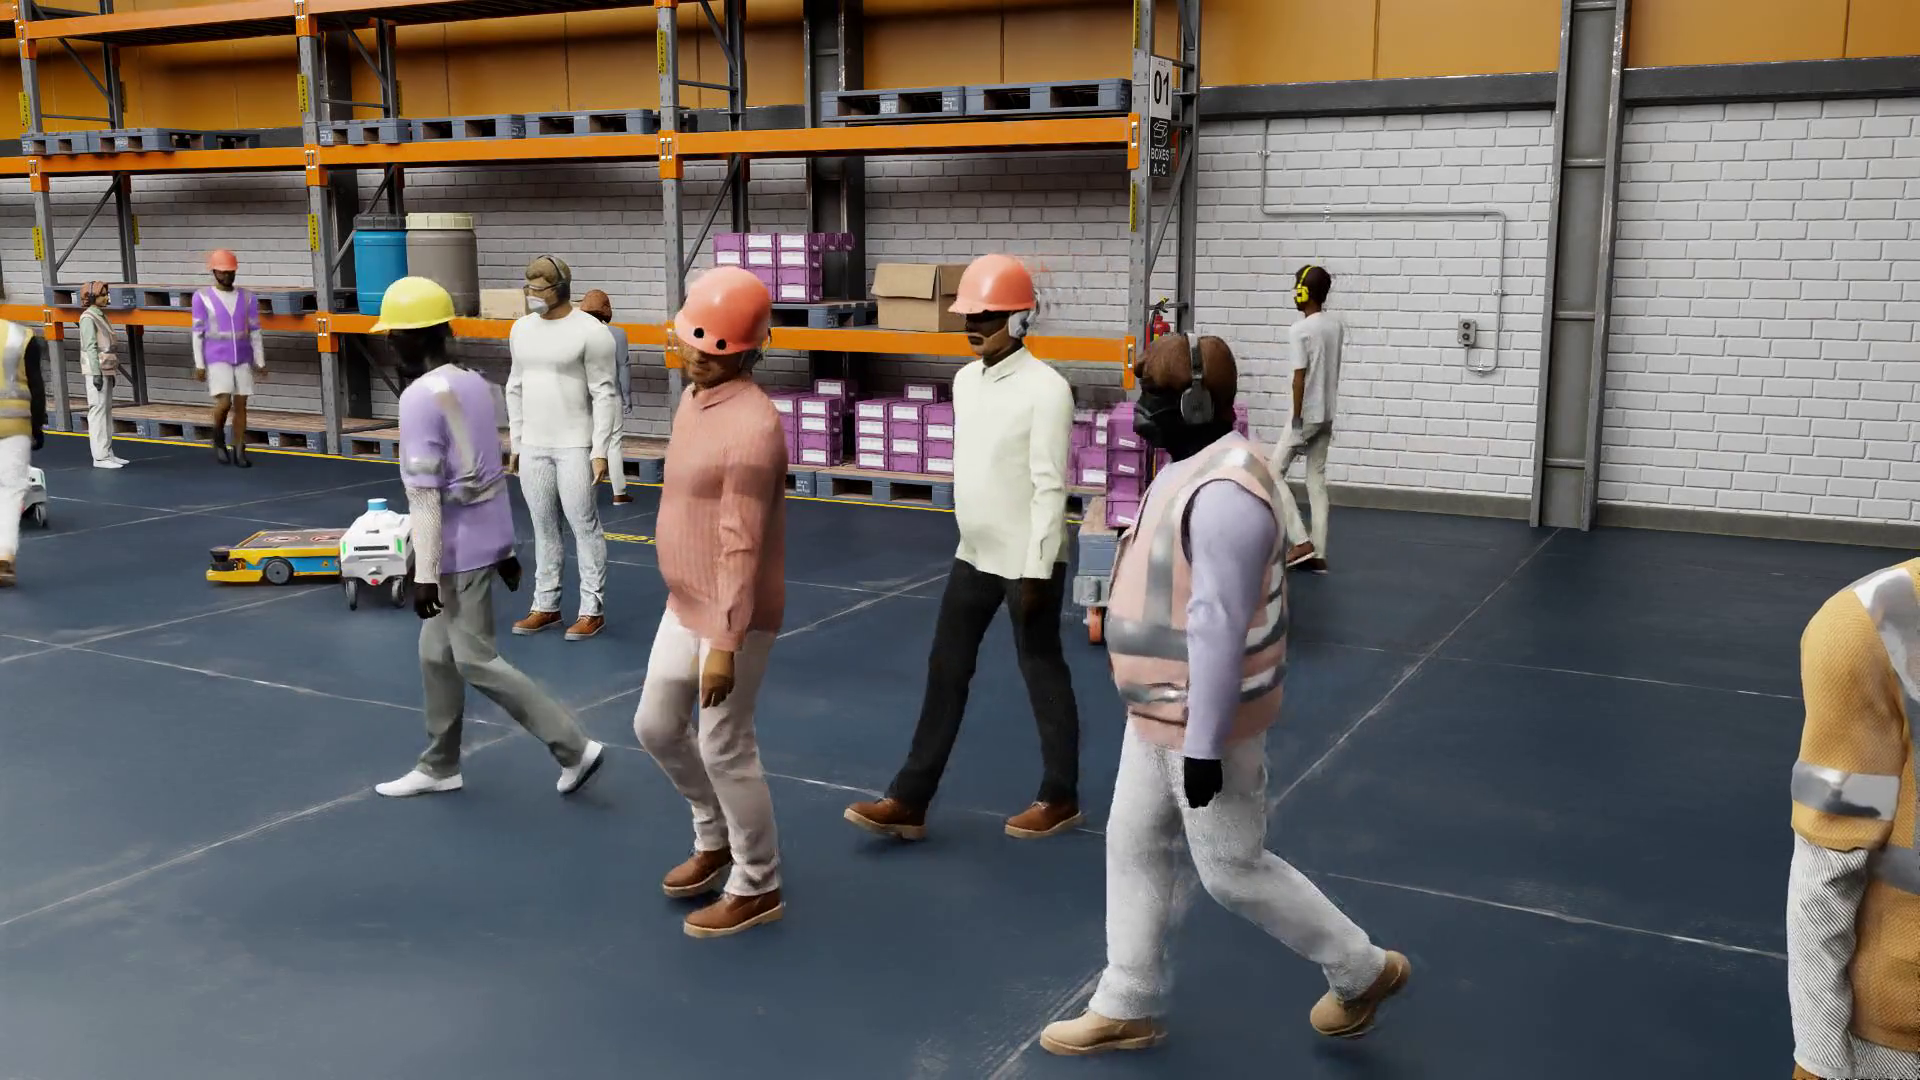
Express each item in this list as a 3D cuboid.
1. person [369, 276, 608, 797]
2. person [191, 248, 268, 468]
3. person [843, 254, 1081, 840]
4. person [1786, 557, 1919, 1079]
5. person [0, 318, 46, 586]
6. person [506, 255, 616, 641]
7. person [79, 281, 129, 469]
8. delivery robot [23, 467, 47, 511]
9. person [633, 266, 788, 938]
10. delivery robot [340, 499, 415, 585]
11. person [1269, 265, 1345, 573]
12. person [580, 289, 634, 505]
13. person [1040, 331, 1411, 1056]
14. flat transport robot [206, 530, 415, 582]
[{"bbox_3d":[-1.686,0.018,5.892,0.819,1.896,0.590,0,10,-2],"label":"person"},{"bbox_3d":[-6.362,-1.576,14.524,0.561,1.920,0.426,-10,14,-43],"label":"person"},{"bbox_3d":[0.045,0.064,5.450,0.889,1.956,0.651,-7,13,-35],"label":"person"},{"bbox_3d":[1.424,0.654,2.310,0.544,1.932,0.375,-1,10,-3],"label":"person"},{"bbox_3d":[-5.711,-0.638,9.766,0.616,1.808,0.913,-4,11,-21],"label":"person"},{"bbox_3d":[-2.016,-0.458,8.383,0.627,1.934,0.370,5,11,24],"label":"person"},{"bbox_3d":[-7.545,-1.446,14.602,0.306,1.640,0.522,-3,11,-16],"label":"person"},{"bbox_3d":[-6.689,-0.410,11.617,0.707,0.478,0.477,8,13,40],"label":"delivery robot"},{"bbox_3d":[-0.691,0.206,4.721,0.410,1.946,0.716,-6,12,-29],"label":"person"},{"bbox_3d":[-3.252,0.013,9.322,0.477,0.478,0.707,-2,11,-12],"label":"delivery robot"},{"bbox_3d":[2.103,-0.720,10.036,0.522,1.854,0.429,-7,13,-35],"label":"person"},{"bbox_3d":[-2.722,-1.072,12.569,0.498,1.633,0.284,1,10,4],"label":"person"},{"bbox_3d":[0.665,0.402,4.018,0.841,1.812,0.632,-1,10,-4],"label":"person"},{"bbox_3d":[-3.691,0.077,10.005,1.431,0.197,0.652,-1,10,-8],"label":"flat transport robot"}]
